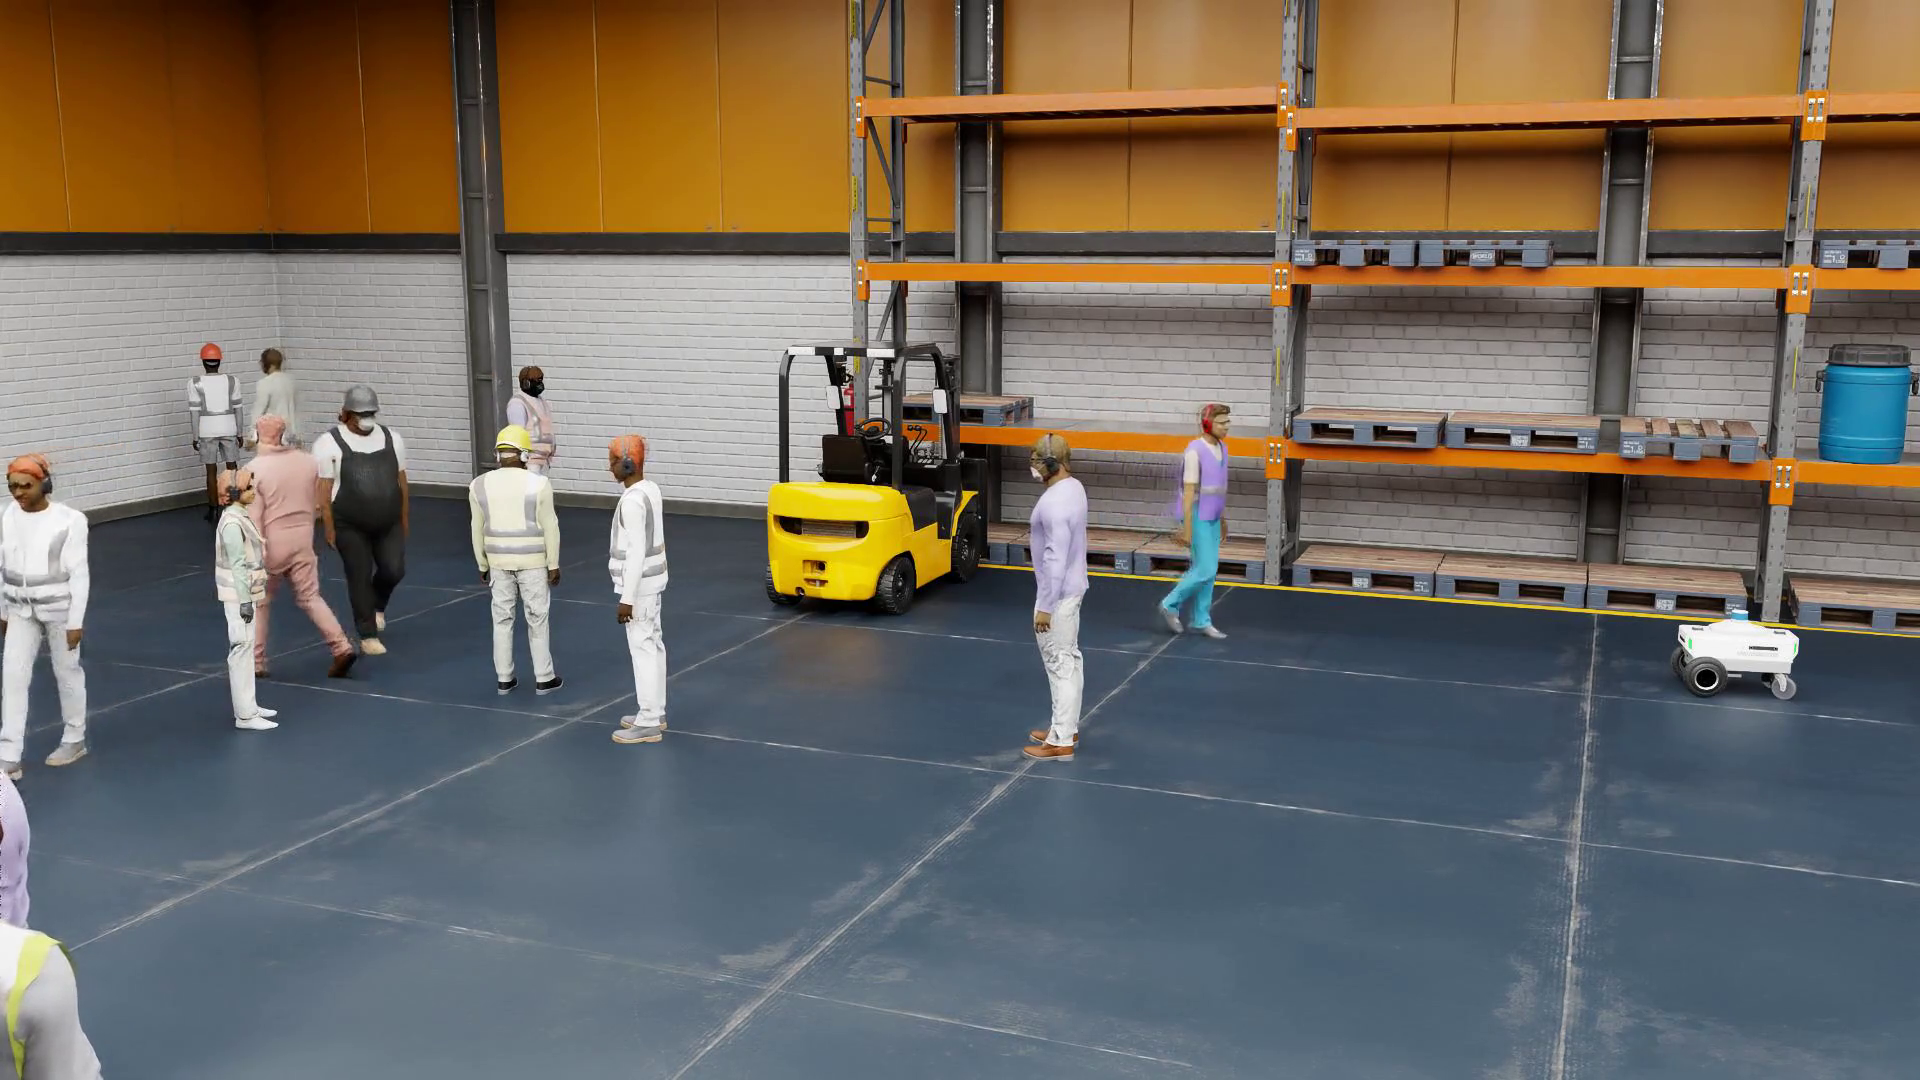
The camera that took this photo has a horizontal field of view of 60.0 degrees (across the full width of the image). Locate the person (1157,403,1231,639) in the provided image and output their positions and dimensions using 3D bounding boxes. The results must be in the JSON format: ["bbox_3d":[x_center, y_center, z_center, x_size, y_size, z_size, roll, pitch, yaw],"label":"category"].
[{"bbox_3d":[1.836,-0.142,12.699,0.452,1.826,0.574,6,12,31],"label":"person"}]

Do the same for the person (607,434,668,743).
[{"bbox_3d":[-1.963,0.293,10.122,0.354,1.884,0.573,0,10,2],"label":"person"}]

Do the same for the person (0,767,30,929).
[{"bbox_3d":[-2.824,1.267,4.664,0.640,1.902,0.402,10,14,44],"label":"person"}]

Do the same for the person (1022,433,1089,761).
[{"bbox_3d":[0.562,0.333,9.763,0.373,1.935,0.628,2,10,13],"label":"person"}]

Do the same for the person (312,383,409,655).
[{"bbox_3d":[-4.428,-0.187,12.363,0.693,2.000,0.655,-8,13,-38],"label":"person"}]

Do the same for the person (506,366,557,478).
[{"bbox_3d":[-4.147,-0.775,16.193,0.429,1.841,0.634,2,10,9],"label":"person"}]

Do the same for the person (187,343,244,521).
[{"bbox_3d":[-8.112,-1.176,18.160,0.545,1.938,0.356,-7,12,-35],"label":"person"}]

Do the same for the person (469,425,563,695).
[{"bbox_3d":[-2.956,0.139,11.152,0.588,1.823,0.403,1,10,5],"label":"person"}]

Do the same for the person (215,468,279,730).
[{"bbox_3d":[-4.479,0.366,10.396,0.309,1.641,0.515,-4,11,-22],"label":"person"}]

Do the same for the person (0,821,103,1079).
[{"bbox_3d":[-2.197,1.459,3.746,0.620,1.845,0.430,0,10,2],"label":"person"}]

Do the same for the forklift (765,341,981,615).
[{"bbox_3d":[-0.739,-0.602,14.246,1.214,2.155,2.313,4,11,21],"label":"forklift"}]

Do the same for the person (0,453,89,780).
[{"bbox_3d":[-5.224,0.445,9.366,0.597,1.848,0.899,0,10,1],"label":"person"}]

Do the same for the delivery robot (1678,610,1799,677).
[{"bbox_3d":[5.245,0.715,11.218,0.707,0.478,0.477,2,10,12],"label":"delivery robot"}]

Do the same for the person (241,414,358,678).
[{"bbox_3d":[-4.653,0.056,11.528,0.894,1.861,0.642,6,12,30],"label":"person"}]

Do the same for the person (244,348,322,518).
[{"bbox_3d":[-7.402,-1.137,18.096,1.010,1.898,0.642,1,10,8],"label":"person"}]
